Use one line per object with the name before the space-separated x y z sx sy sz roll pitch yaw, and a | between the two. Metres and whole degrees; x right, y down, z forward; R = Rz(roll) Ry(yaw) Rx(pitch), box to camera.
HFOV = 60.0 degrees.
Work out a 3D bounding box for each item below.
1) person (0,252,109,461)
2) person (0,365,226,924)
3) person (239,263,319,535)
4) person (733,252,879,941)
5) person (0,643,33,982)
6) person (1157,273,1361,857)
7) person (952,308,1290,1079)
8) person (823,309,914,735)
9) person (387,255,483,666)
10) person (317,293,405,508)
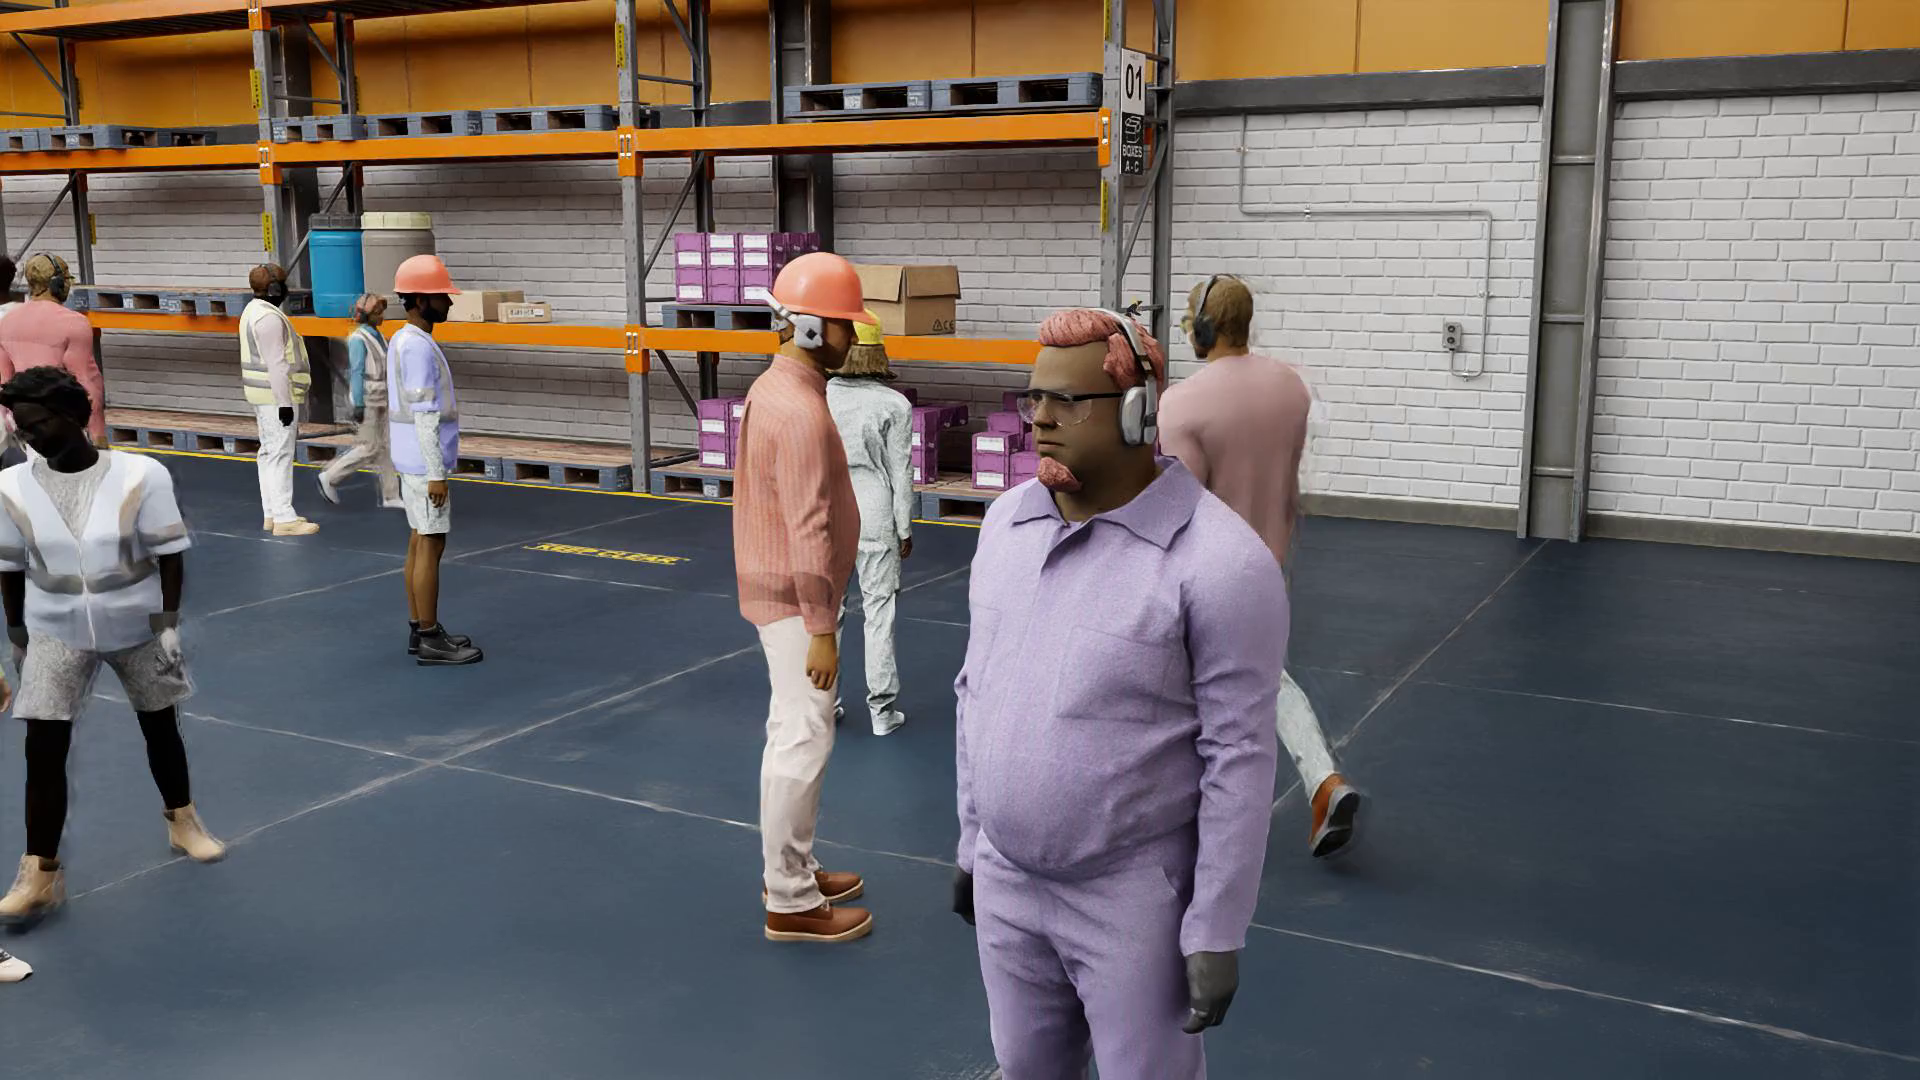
person | -4.971 -0.608 9.187 0.627 1.940 0.372 3 11 17
person | -2.624 0.289 5.074 0.574 1.647 0.681 -4 11 -19
person | -4.653 -0.958 11.359 0.429 1.846 0.633 -7 12 -32
person | -0.436 0.177 4.780 0.412 1.980 0.630 -3 11 -14
person | -2.740 0.365 4.329 0.310 1.769 0.525 5 12 26
person | 0.926 0.092 5.439 0.637 1.913 0.844 -6 12 -31
person | 0.210 0.571 2.807 0.639 1.910 0.407 10 14 44
person | -0.411 -0.072 6.803 0.484 1.738 0.321 3 11 16
person | -2.510 -0.373 7.901 0.359 1.938 0.547 -5 11 -25
person | -4.410 -1.009 12.274 0.593 1.620 0.532 0 10 0
